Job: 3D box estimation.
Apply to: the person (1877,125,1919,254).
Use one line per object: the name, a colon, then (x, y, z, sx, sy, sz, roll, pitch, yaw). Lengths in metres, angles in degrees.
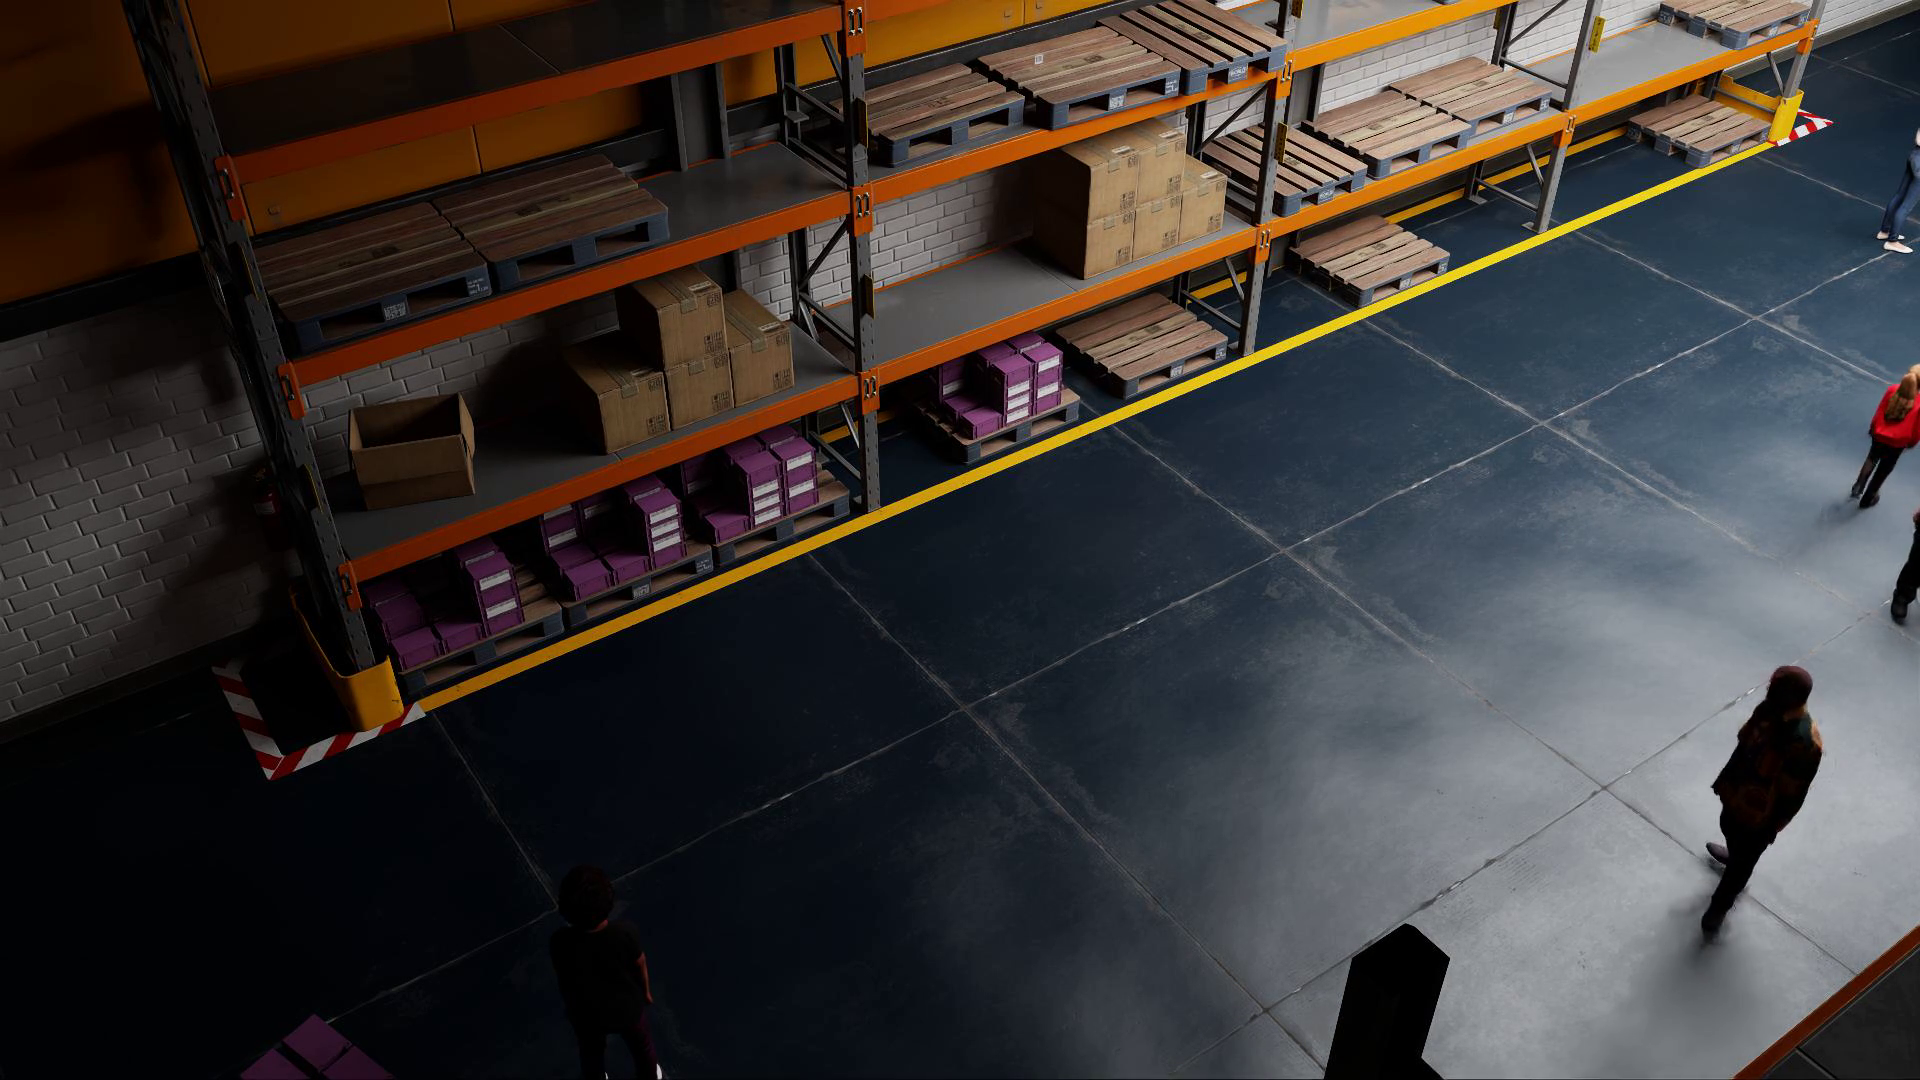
person: (9.264, -3.625, 16.035, 0.706, 1.719, 0.651, 5, 39, 7)

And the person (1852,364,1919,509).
person: (7.161, -0.785, 12.835, 0.510, 1.275, 0.516, -27, 46, -30)

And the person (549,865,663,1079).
person: (-1.821, 2.341, 8.515, 0.601, 1.782, 0.728, -11, 40, -13)

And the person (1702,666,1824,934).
person: (4.608, 1.513, 9.548, 0.930, 1.785, 0.933, -11, 40, -14)
